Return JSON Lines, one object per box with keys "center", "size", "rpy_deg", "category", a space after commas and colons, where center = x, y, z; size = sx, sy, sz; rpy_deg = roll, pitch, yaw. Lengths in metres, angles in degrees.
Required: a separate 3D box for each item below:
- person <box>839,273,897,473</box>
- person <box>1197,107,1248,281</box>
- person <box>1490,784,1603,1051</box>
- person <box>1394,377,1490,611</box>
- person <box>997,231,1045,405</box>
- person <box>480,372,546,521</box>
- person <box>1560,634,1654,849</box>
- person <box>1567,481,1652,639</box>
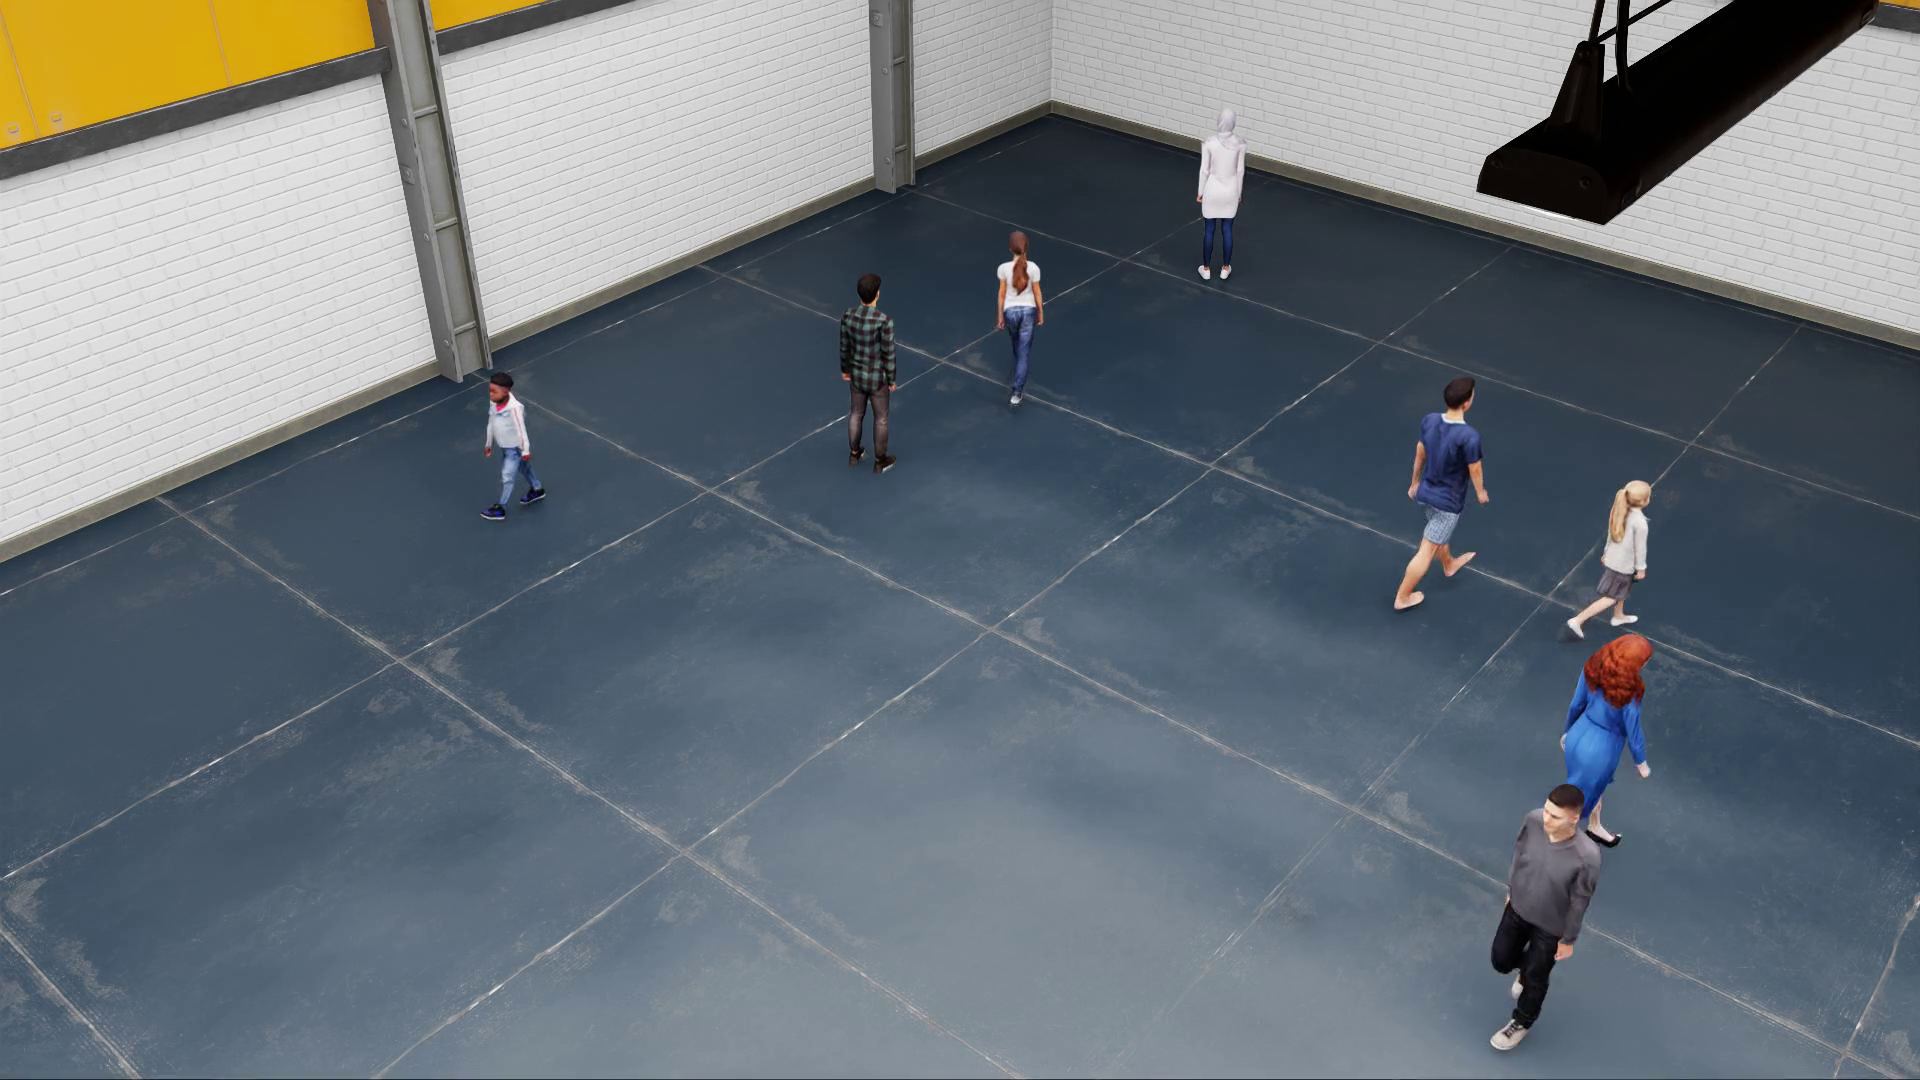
{"center": [-0.763, -1.384, 13.736], "size": [0.738, 1.706, 0.644], "rpy_deg": [15, 37, 22], "category": "person"}
{"center": [2.631, -3.494, 16.809], "size": [0.690, 1.775, 0.720], "rpy_deg": [2, 34, 3], "category": "person"}
{"center": [3.091, 1.915, 8.696], "size": [0.829, 1.748, 0.711], "rpy_deg": [-26, 41, -33], "category": "person"}
{"center": [3.397, -0.277, 11.940], "size": [1.171, 1.807, 0.851], "rpy_deg": [-19, 38, -26], "category": "person"}
{"center": [0.526, -1.939, 14.702], "size": [0.957, 1.517, 1.176], "rpy_deg": [5, 34, 8], "category": "person"}
{"center": [-3.513, -0.796, 13.245], "size": [0.861, 1.226, 0.540], "rpy_deg": [-27, 42, -35], "category": "person"}
{"center": [3.546, 1.302, 9.578], "size": [1.056, 1.792, 0.936], "rpy_deg": [-9, 35, -13], "category": "person"}
{"center": [4.648, 0.158, 11.784], "size": [0.906, 1.254, 0.826], "rpy_deg": [-4, 34, -7], "category": "person"}
